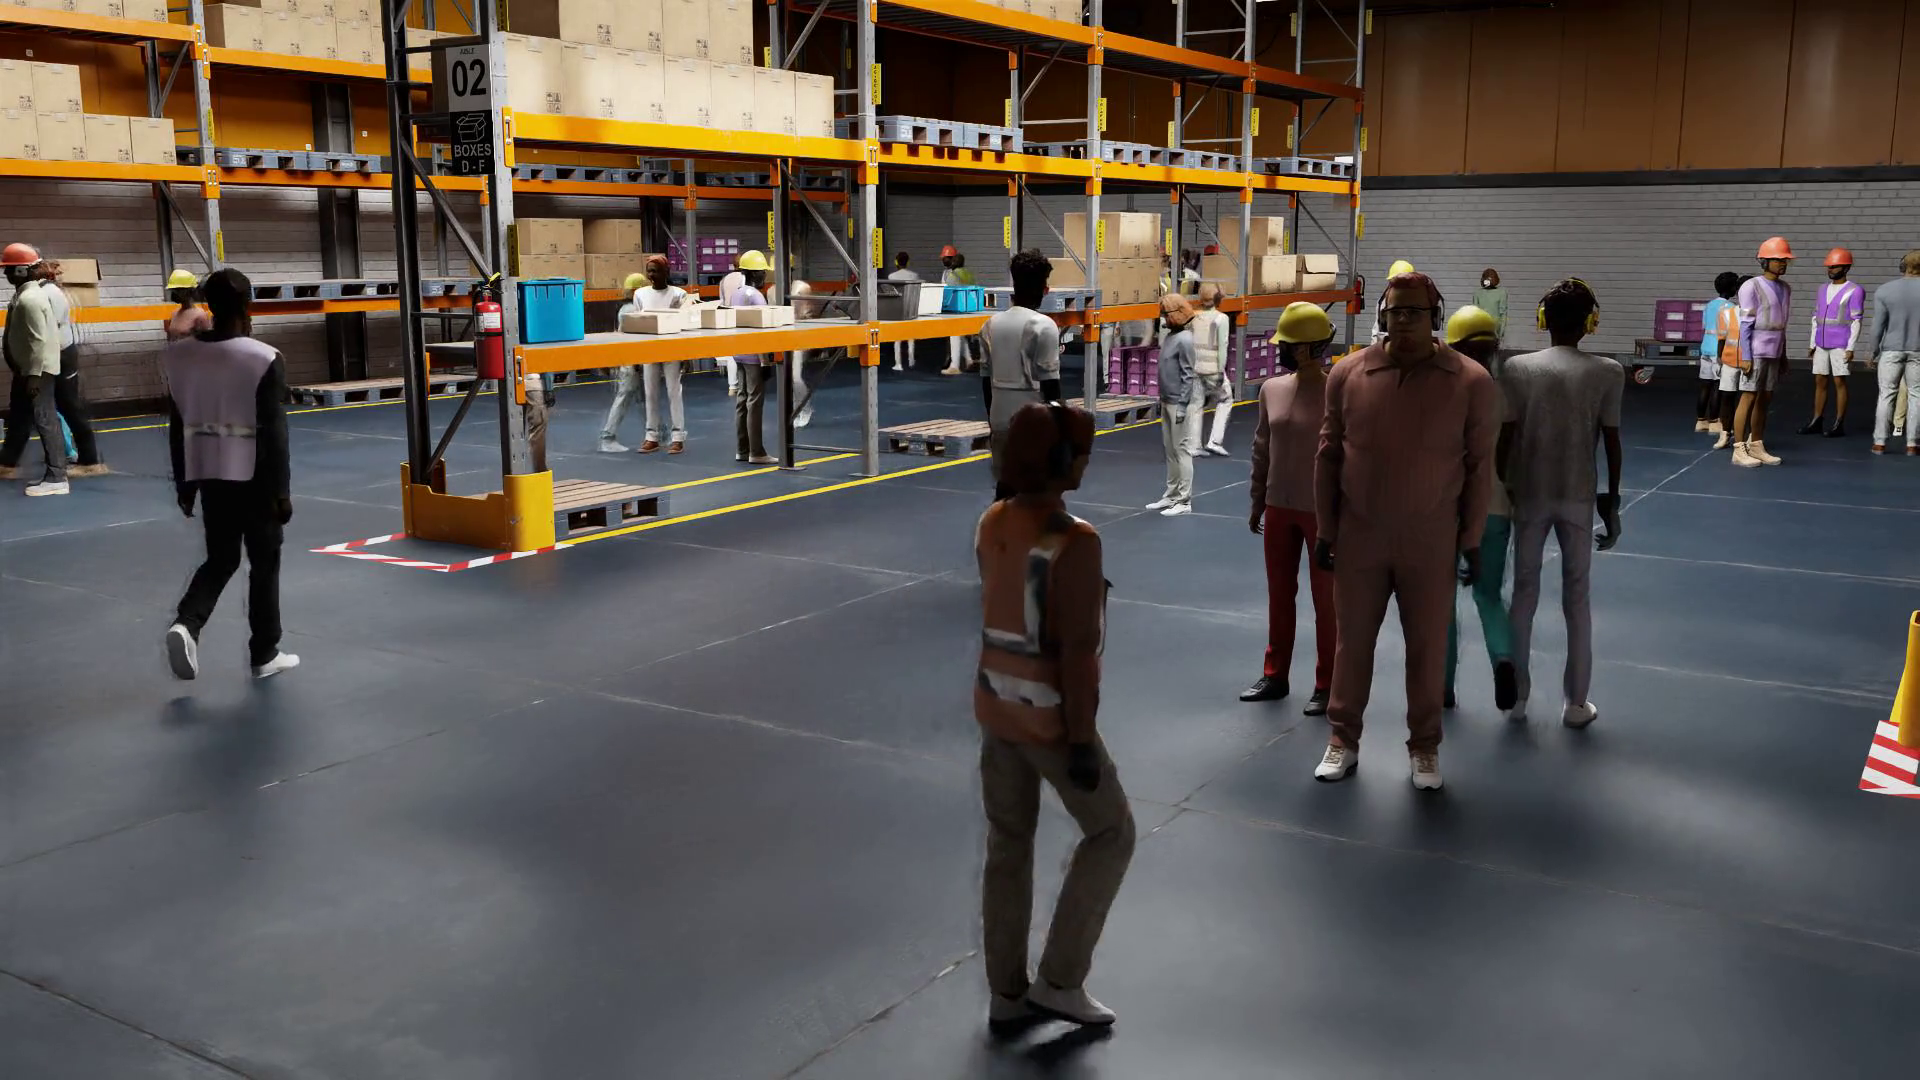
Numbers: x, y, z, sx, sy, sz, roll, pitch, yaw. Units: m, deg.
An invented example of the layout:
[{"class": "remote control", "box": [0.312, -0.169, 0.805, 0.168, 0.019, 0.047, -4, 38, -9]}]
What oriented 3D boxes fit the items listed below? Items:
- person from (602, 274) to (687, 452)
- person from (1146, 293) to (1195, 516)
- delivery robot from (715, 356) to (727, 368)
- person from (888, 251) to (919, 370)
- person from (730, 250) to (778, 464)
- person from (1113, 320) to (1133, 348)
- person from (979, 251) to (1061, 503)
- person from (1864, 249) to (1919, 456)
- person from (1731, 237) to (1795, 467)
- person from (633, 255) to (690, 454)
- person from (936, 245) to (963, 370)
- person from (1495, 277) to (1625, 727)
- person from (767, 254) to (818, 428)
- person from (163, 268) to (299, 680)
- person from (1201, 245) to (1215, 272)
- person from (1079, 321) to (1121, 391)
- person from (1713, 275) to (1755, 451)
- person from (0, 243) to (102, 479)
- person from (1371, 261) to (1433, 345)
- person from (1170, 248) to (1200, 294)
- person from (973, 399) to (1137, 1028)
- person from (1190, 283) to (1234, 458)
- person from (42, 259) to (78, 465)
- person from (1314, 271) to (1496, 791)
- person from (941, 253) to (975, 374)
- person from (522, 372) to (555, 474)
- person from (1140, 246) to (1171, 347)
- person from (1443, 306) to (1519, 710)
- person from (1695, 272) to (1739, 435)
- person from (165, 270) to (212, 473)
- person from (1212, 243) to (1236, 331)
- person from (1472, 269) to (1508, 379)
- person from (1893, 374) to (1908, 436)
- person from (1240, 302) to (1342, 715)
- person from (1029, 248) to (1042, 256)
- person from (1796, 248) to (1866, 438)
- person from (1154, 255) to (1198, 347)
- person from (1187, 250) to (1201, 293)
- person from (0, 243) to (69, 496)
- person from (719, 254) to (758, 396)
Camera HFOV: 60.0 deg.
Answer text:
[{"class": "person", "box": [-3.082, -1.704, 16.036, 0.922, 1.694, 0.503, -5, 11, -27]}, {"class": "person", "box": [1.579, -0.998, 12.291, 0.285, 1.632, 0.498, -2, 10, -12]}, {"class": "delivery robot", "box": [-3.270, -2.724, 24.580, 0.707, 0.478, 0.477, 0, 10, 2]}, {"class": "person", "box": [-0.870, -3.532, 25.747, 0.579, 1.847, 0.546, -3, 11, -15]}, {"class": "person", "box": [-1.876, -1.653, 15.099, 0.370, 1.928, 0.585, -6, 12, -32]}, {"class": "person", "box": [2.874, -4.239, 29.551, 0.583, 1.883, 0.337, -4, 11, -22]}, {"class": "person", "box": [0.376, -0.663, 9.527, 0.377, 1.959, 0.603, -9, 14, -41]}, {"class": "person", "box": [8.896, -1.757, 15.652, 0.673, 1.937, 0.408, 4, 11, 22]}, {"class": "person", "box": [7.222, -1.675, 14.902, 0.603, 2.045, 0.374, -6, 12, -30]}, {"class": "person", "box": [-2.828, -1.750, 15.769, 0.577, 1.880, 0.349, 2, 10, 13]}, {"class": "person", "box": [-0.156, -3.610, 25.918, 0.367, 1.935, 0.552, -7, 12, -32]}, {"class": "person", "box": [2.488, -0.153, 6.954, 0.532, 1.869, 0.311, 4, 11, 22]}, {"class": "person", "box": [-1.808, -2.124, 17.775, 0.618, 1.899, 0.474, 7, 12, 34]}, {"class": "person", "box": [-3.320, -0.271, 7.525, 0.607, 1.897, 0.641, 2, 10, 12]}, {"class": "person", "box": [4.581, -4.408, 30.360, 0.542, 1.931, 0.366, -7, 13, -35]}, {"class": "person", "box": [1.883, -2.921, 22.379, 0.586, 1.837, 0.403, 1, 10, 5]}, {"class": "person", "box": [7.514, -1.689, 15.972, 0.533, 1.686, 0.322, 10, 14, 44]}, {"class": "person", "box": [-7.803, -1.503, 13.961, 0.698, 2.000, 0.992, 7, 12, 34]}, {"class": "person", "box": [4.098, -1.683, 15.534, 0.600, 1.829, 0.404, 9, 14, 42]}, {"class": "person", "box": [3.205, -3.271, 24.128, 0.839, 1.900, 0.681, -9, 14, -42]}, {"class": "person", "box": [0.246, 0.456, 4.226, 0.433, 1.623, 0.538, -6, 12, -29]}, {"class": "person", "box": [2.323, -1.568, 15.468, 0.421, 1.625, 0.528, -8, 13, -38]}, {"class": "person", "box": [-8.183, -1.597, 15.007, 0.565, 1.850, 0.390, 8, 13, 38]}, {"class": "person", "box": [1.619, -0.027, 6.147, 0.639, 1.911, 0.406, 4, 11, 20]}, {"class": "person", "box": [-0.015, -3.432, 25.264, 0.432, 1.819, 0.711, 7, 12, 33]}, {"class": "person", "box": [-3.472, -1.195, 13.366, 0.521, 1.639, 0.311, 5, 12, 28]}, {"class": "person", "box": [2.867, -3.212, 23.692, 1.003, 1.930, 0.645, -6, 12, -29]}, {"class": "person", "box": [2.172, -0.113, 7.037, 0.530, 1.743, 0.570, -1, 10, -3]}, {"class": "person", "box": [7.925, -1.944, 17.357, 0.317, 1.695, 0.540, -1, 10, -3]}, {"class": "person", "box": [-6.657, -1.443, 14.388, 0.522, 1.768, 0.312, 6, 12, 32]}, {"class": "person", "box": [3.821, -3.378, 24.474, 0.609, 1.996, 0.379, -5, 11, -27]}, {"class": "person", "box": [7.256, -2.907, 22.865, 0.507, 1.632, 0.268, 8, 13, 39]}, {"class": "person", "box": [9.884, -1.861, 17.105, 0.492, 1.625, 0.284, 5, 11, 24]}, {"class": "person", "box": [1.460, -0.131, 7.128, 0.324, 1.764, 0.533, -10, 14, -44]}, {"class": "person", "box": [1.139, -3.418, 24.973, 0.968, 1.883, 0.717, -5, 11, -24]}, {"class": "person", "box": [8.980, -2.023, 17.123, 0.364, 1.939, 0.542, -4, 11, -22]}, {"class": "person", "box": [2.996, -3.042, 23.078, 0.619, 1.835, 0.430, 0, 10, 2]}, {"class": "person", "box": [3.364, -3.434, 25.149, 0.524, 1.877, 0.684, -5, 11, -24]}, {"class": "person", "box": [-7.369, -1.350, 13.238, 0.397, 1.992, 0.623, -5, 11, -24]}, {"class": "person", "box": [-2.820, -2.782, 21.607, 0.632, 1.839, 0.429, 7, 13, 36]}]
